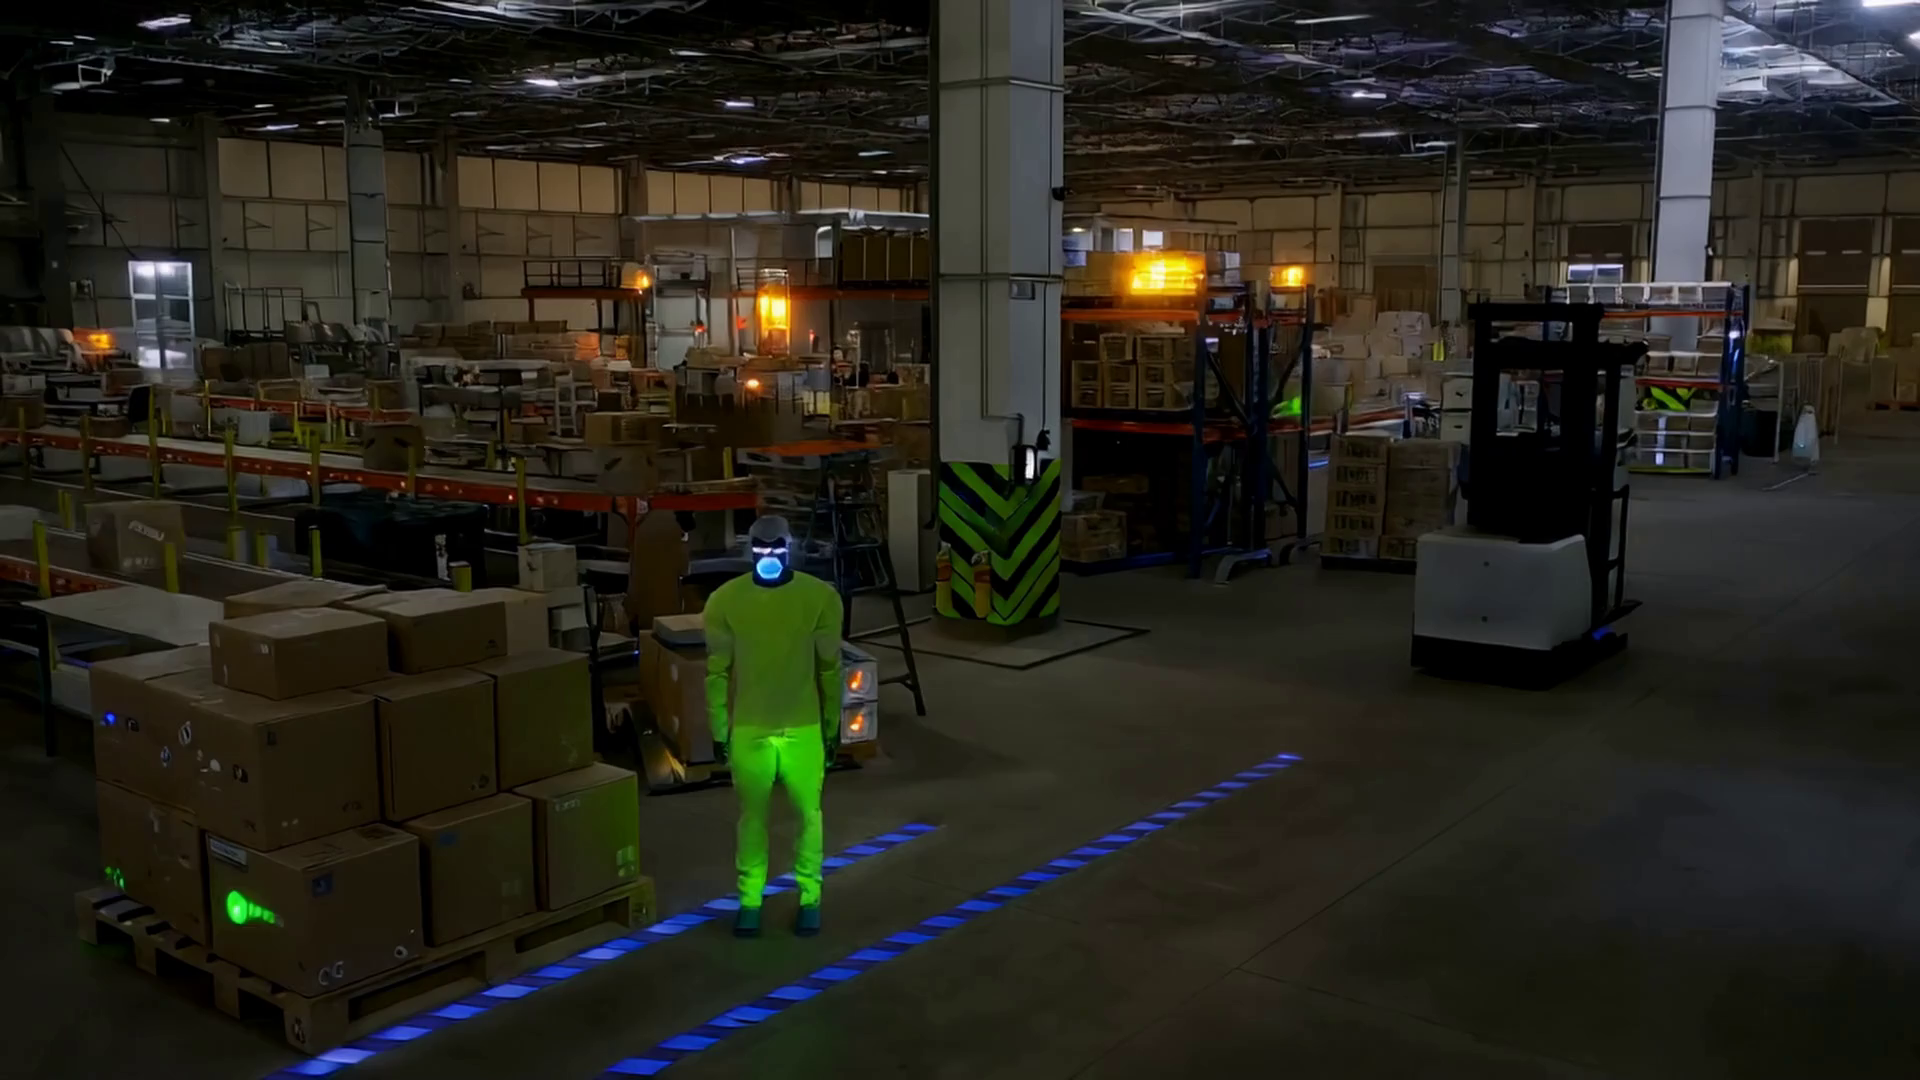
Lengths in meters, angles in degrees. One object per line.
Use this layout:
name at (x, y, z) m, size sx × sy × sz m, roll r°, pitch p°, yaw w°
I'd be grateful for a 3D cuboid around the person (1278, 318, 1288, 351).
person at (16.062, -10.230, 82.483) m, size 0.622 × 1.812 × 0.915 m, roll -1°, pitch 8°, yaw -5°

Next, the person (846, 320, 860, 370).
person at (-4.012, -7.318, 62.579) m, size 0.574 × 1.883 × 0.355 m, roll -7°, pitch 11°, yaw -38°

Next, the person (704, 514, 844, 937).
person at (-0.827, 0.835, 7.482) m, size 0.624 × 1.932 × 0.372 m, roll -1°, pitch 8°, yaw -4°

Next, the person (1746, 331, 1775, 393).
person at (23.130, -5.132, 48.067) m, size 0.988 × 1.818 × 0.517 m, roll 0°, pitch 8°, yaw 0°

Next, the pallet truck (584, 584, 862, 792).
pallet truck at (-1.426, 0.805, 10.019) m, size 1.601 × 1.201 × 0.680 m, roll -4°, pitch 9°, yaw -26°

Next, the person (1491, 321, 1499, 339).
person at (18.956, -6.861, 59.117) m, size 0.392 × 1.995 × 0.612 m, roll 0°, pitch 8°, yaw -1°

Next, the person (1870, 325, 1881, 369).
person at (35.287, -7.442, 64.036) m, size 0.319 × 1.697 × 0.533 m, roll 6°, pitch 11°, yaw 37°

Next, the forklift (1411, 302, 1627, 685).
forklift at (4.379, -0.438, 12.852) m, size 1.129 × 2.768 × 1.873 m, roll 7°, pitch 11°, yaw 37°

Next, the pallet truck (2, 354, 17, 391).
pallet truck at (-24.881, -4.417, 42.634) m, size 1.885 × 1.965 × 0.823 m, roll 8°, pitch 11°, yaw 41°

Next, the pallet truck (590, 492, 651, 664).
pallet truck at (-3.115, 0.344, 12.883) m, size 0.653 × 1.274 × 1.630 m, roll 7°, pitch 11°, yaw 37°

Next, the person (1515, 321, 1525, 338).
person at (22.190, -7.808, 65.801) m, size 0.769 × 1.907 × 0.590 m, roll -2°, pitch 9°, yaw -12°

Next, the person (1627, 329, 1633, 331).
person at (16.355, -4.138, 40.614) m, size 0.692 × 2.000 × 0.640 m, roll -3°, pitch 9°, yaw -18°

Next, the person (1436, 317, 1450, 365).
person at (19.634, -8.083, 67.544) m, size 0.362 × 1.939 × 0.636 m, roll -6°, pitch 10°, yaw -35°

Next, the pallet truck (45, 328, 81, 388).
pallet truck at (-23.775, -4.544, 43.495) m, size 1.885 × 1.965 × 0.823 m, roll 6°, pitch 10°, yaw 35°

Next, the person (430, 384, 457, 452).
person at (-9.071, -2.195, 28.552) m, size 0.877 × 1.717 × 0.547 m, roll -4°, pitch 9°, yaw -25°
